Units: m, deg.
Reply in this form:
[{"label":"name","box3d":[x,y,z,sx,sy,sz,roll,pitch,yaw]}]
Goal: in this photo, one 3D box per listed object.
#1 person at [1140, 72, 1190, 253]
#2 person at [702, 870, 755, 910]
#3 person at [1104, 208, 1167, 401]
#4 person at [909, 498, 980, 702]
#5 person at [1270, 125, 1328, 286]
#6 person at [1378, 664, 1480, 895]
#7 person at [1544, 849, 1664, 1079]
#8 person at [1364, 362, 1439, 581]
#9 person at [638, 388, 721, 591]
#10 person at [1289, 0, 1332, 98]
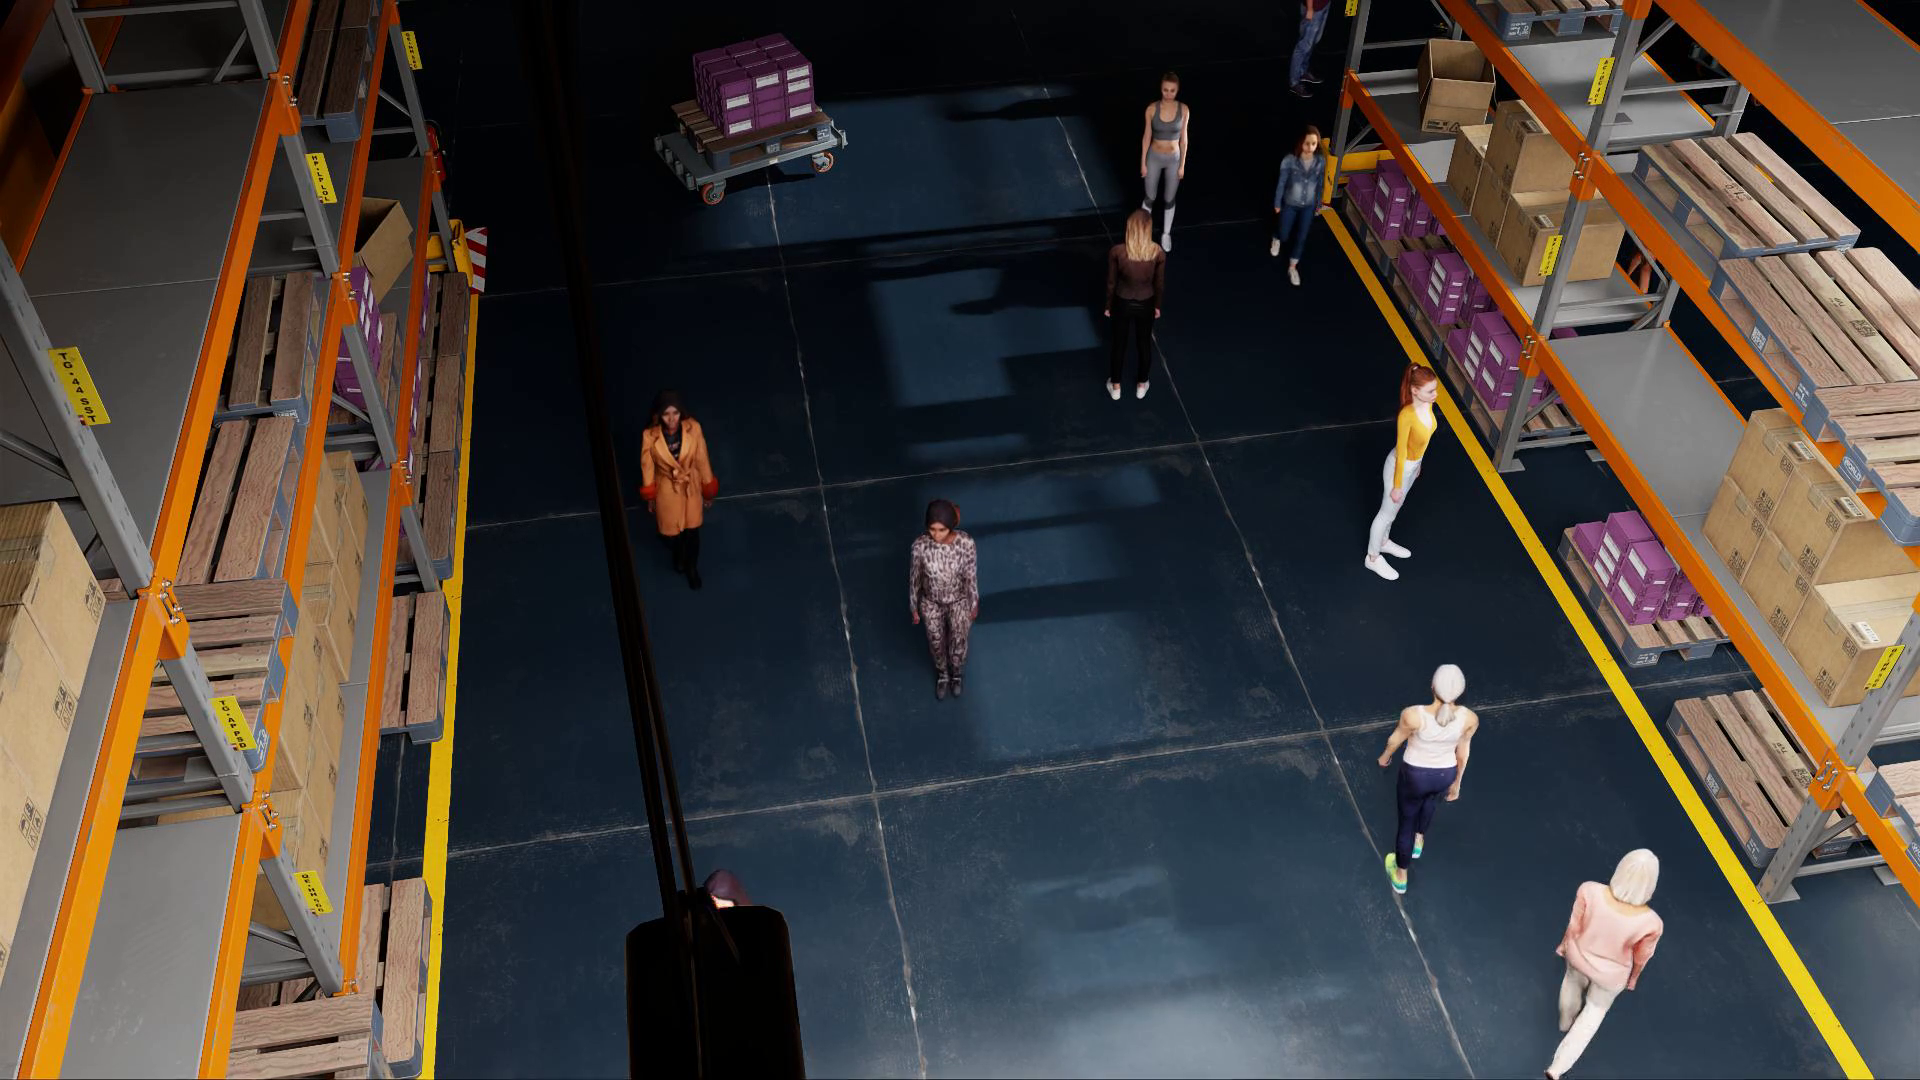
[{"label":"person","box3d":[1.787,-3.320,14.587,0.588,1.703,0.581,2,44,2]},{"label":"person","box3d":[-1.138,2.237,8.748,0.963,1.710,1.205,12,45,12]},{"label":"person","box3d":[1.355,-1.835,13.028,0.644,1.703,0.571,1,44,1]},{"label":"person","box3d":[-0.083,0.350,10.733,0.675,1.705,0.700,5,44,5]},{"label":"person","box3d":[2.917,-2.947,14.368,0.603,1.465,0.777,-4,44,-4]},{"label":"person","box3d":[2.698,1.449,9.595,0.651,1.683,0.746,-1,44,-1]},{"label":"person","box3d":[3.326,2.249,8.739,0.980,1.706,1.029,26,50,25]},{"label":"person","box3d":[3.078,-0.496,11.587,0.742,1.751,0.676,23,48,23]},{"label":"person","box3d":[-1.962,-0.382,11.498,0.746,1.710,0.718,-12,45,-13]},{"label":"person","box3d":[3.563,-5.410,16.671,0.797,1.854,0.718,22,48,21]}]
